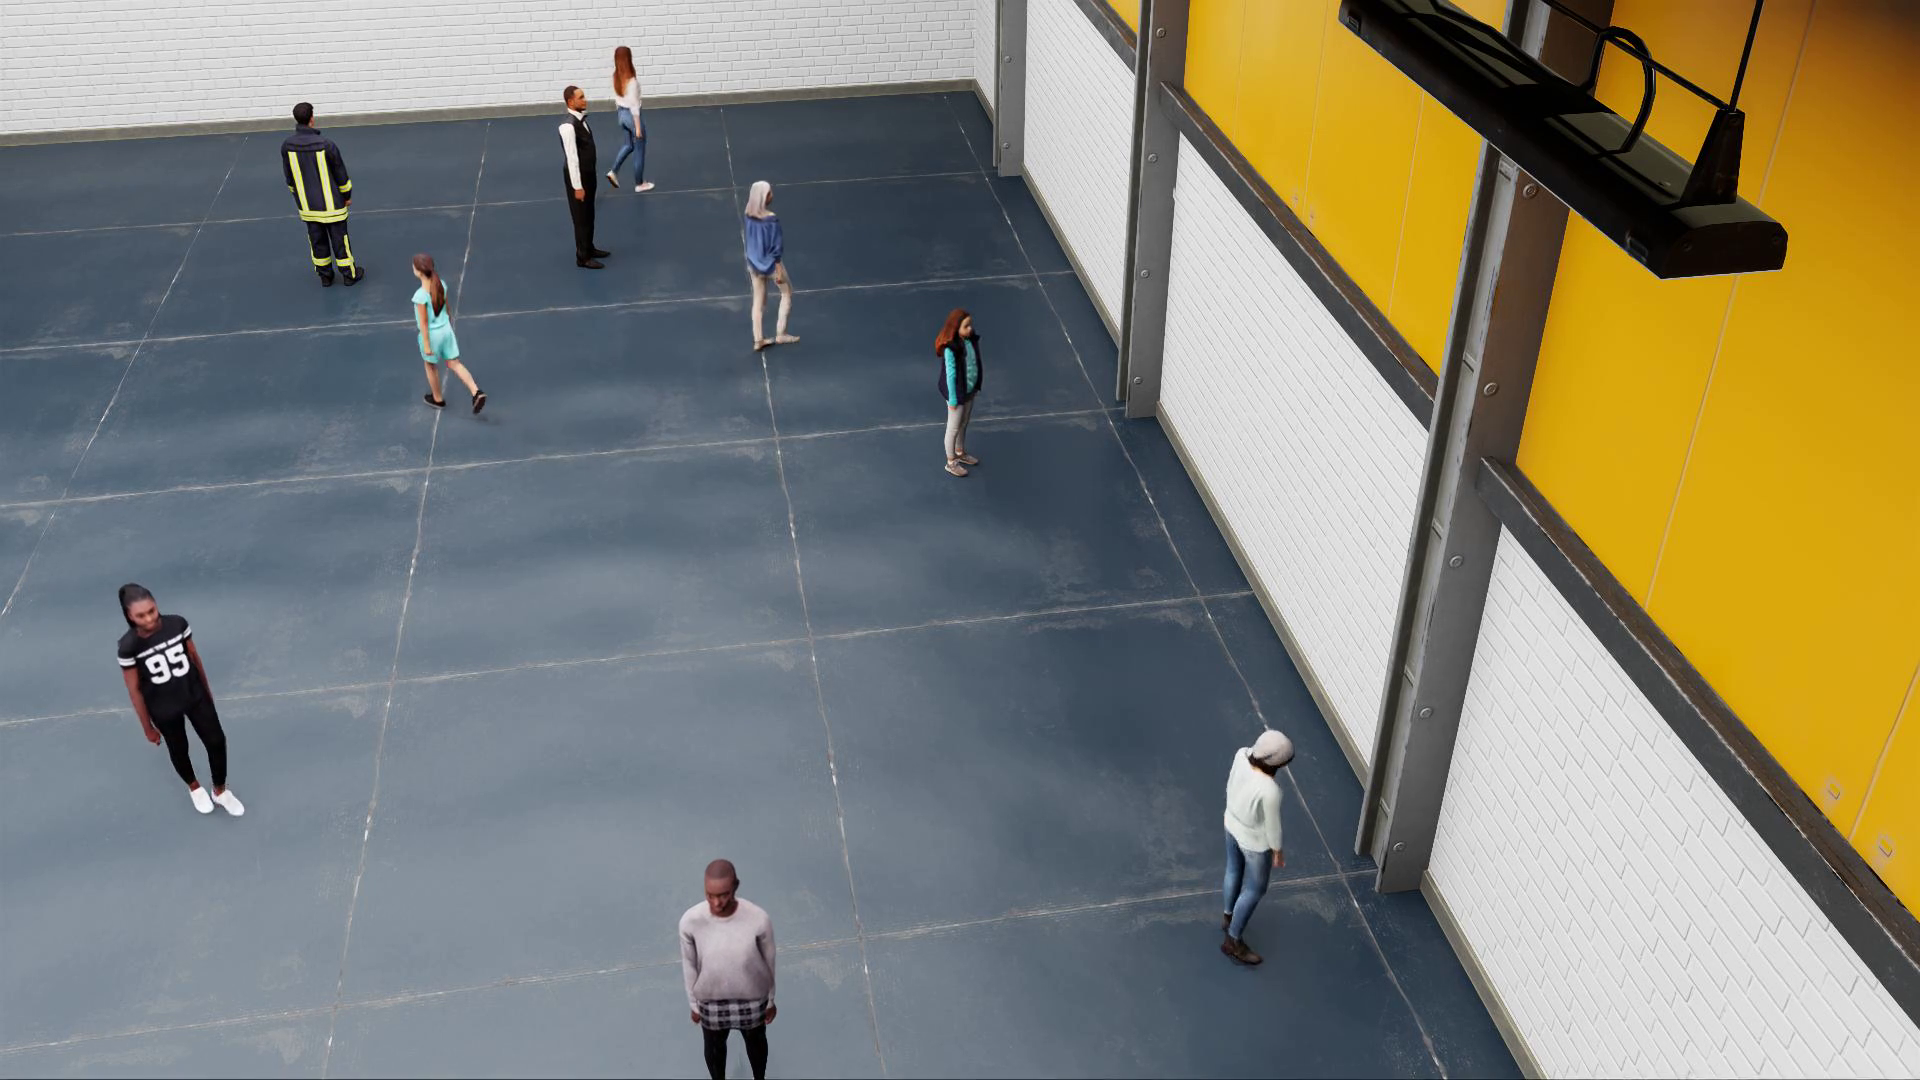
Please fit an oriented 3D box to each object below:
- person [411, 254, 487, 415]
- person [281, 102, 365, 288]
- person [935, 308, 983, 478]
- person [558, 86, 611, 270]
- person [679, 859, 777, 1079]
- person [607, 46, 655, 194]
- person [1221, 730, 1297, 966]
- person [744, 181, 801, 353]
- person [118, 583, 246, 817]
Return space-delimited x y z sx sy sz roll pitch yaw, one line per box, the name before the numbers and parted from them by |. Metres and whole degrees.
person | -4.586 -1.809 14.760 1.002 1.542 0.962 19 38 26
person | -6.536 -3.524 16.991 0.826 1.928 0.710 -1 34 -1
person | -0.006 -1.265 13.979 0.748 1.500 0.678 16 37 23
person | -3.980 -3.806 17.453 0.801 1.886 0.602 1 34 2
person | -1.150 2.280 8.400 0.631 1.771 0.555 -2 34 -3
person | -3.855 -4.798 19.097 0.887 1.718 0.865 -29 43 -36
person | 1.634 1.644 9.485 0.799 1.630 0.572 -24 40 -31
person | -1.902 -2.556 15.754 0.776 1.684 0.839 23 40 31
person | -4.938 0.986 10.397 0.861 1.715 0.799 29 43 36
